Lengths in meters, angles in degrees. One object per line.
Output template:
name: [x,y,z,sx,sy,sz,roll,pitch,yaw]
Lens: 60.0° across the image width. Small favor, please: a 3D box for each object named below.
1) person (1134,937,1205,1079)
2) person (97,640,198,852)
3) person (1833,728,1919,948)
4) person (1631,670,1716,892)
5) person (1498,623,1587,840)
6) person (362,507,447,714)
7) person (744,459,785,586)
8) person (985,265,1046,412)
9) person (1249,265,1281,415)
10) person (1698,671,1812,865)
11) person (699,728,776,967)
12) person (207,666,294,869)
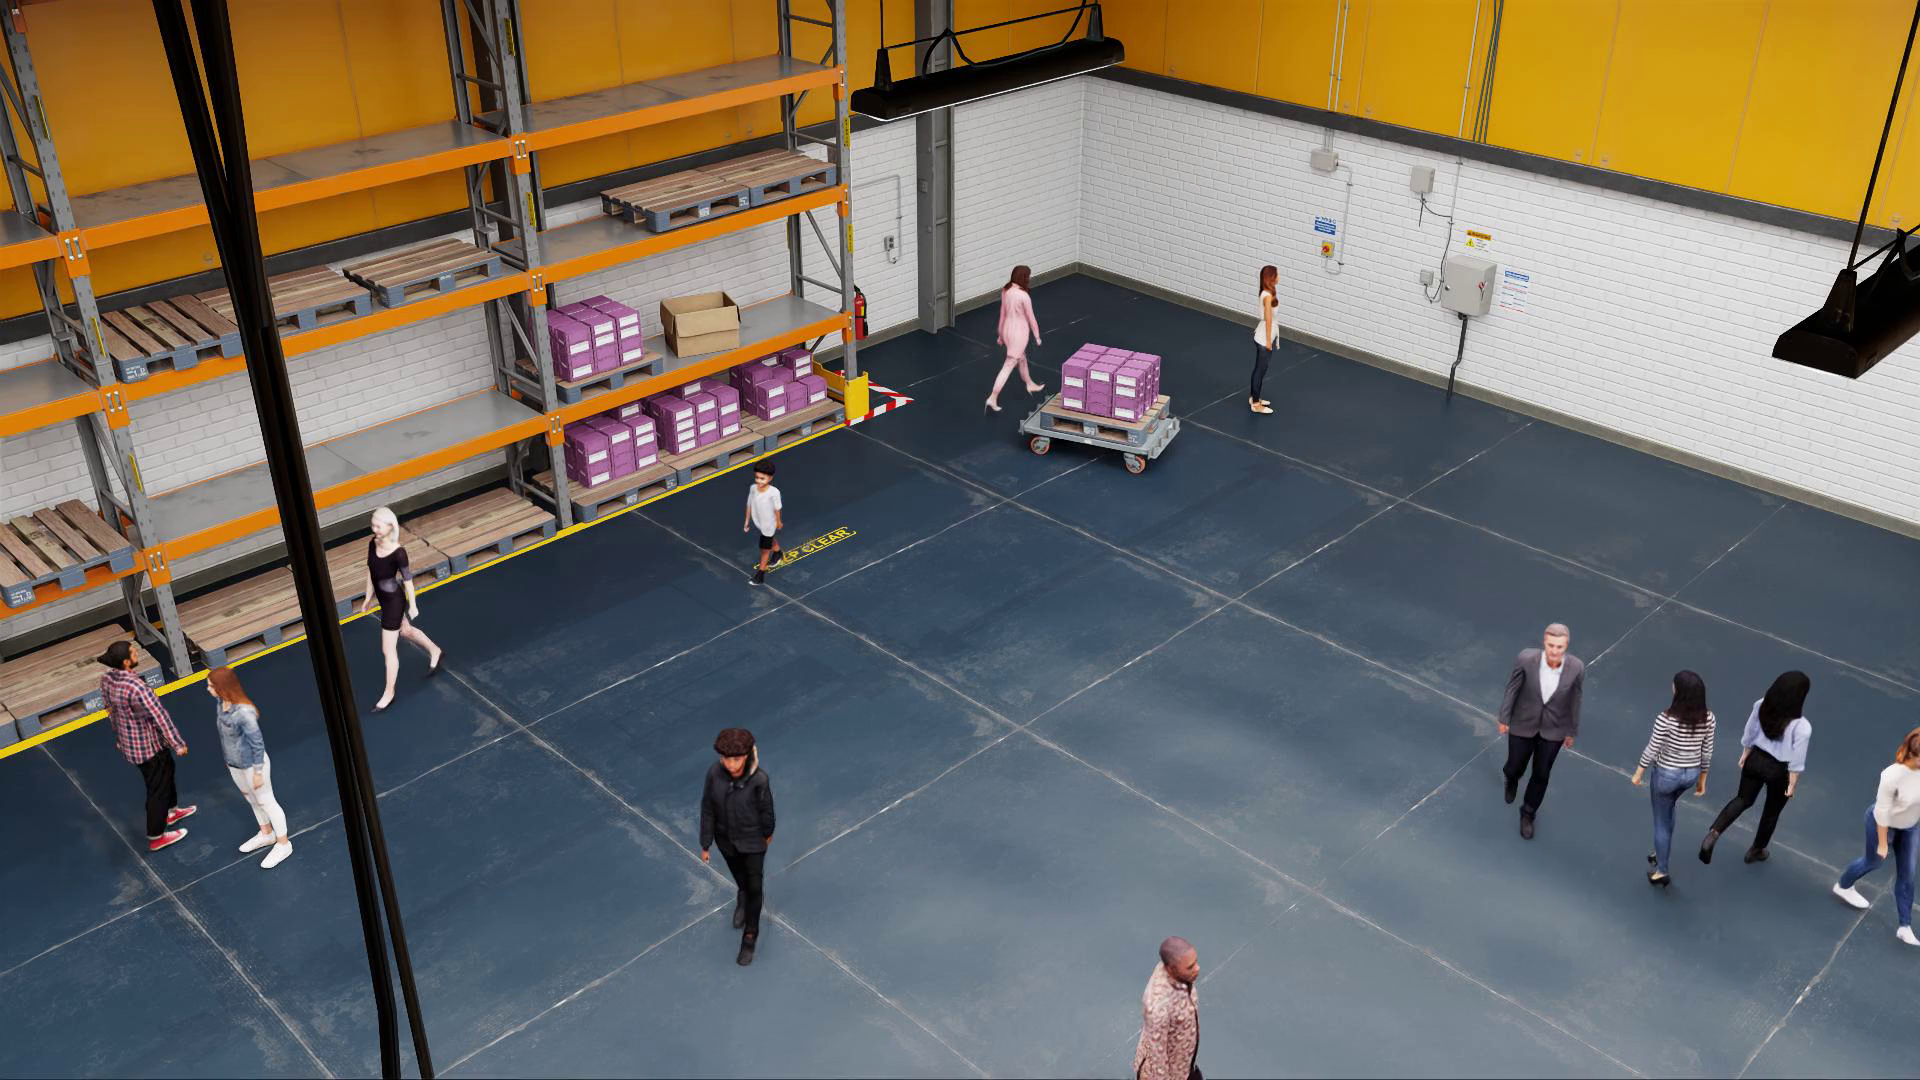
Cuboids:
person: [1.124,2.995,9.731,0.864,1.793,0.709,11,31,20]
person: [-6.148,1.557,12.414,0.748,1.749,0.772,21,35,33]
person: [6.485,1.981,11.699,1.069,1.689,1.034,-11,30,-19]
person: [5.163,1.788,11.962,0.735,1.775,0.804,-4,29,-7]
person: [4.393,1.379,12.663,0.952,1.823,1.013,6,29,11]
person: [-4.807,0.519,14.272,0.680,1.792,1.134,20,35,32]
person: [-1.872,-0.226,16.235,0.664,1.219,0.945,14,31,23]
person: [0.582,-2.300,19.498,1.190,1.736,0.681,-23,36,-36]
person: [3.578,-2.378,19.590,0.727,1.785,0.646,3,29,6]
person: [5.836,1.722,12.134,1.051,1.727,0.820,-15,32,-26]
person: [-1.526,1.995,11.618,0.976,1.741,1.107,5,29,9]
person: [-5.255,1.643,12.307,0.636,1.700,0.536,21,35,33]
